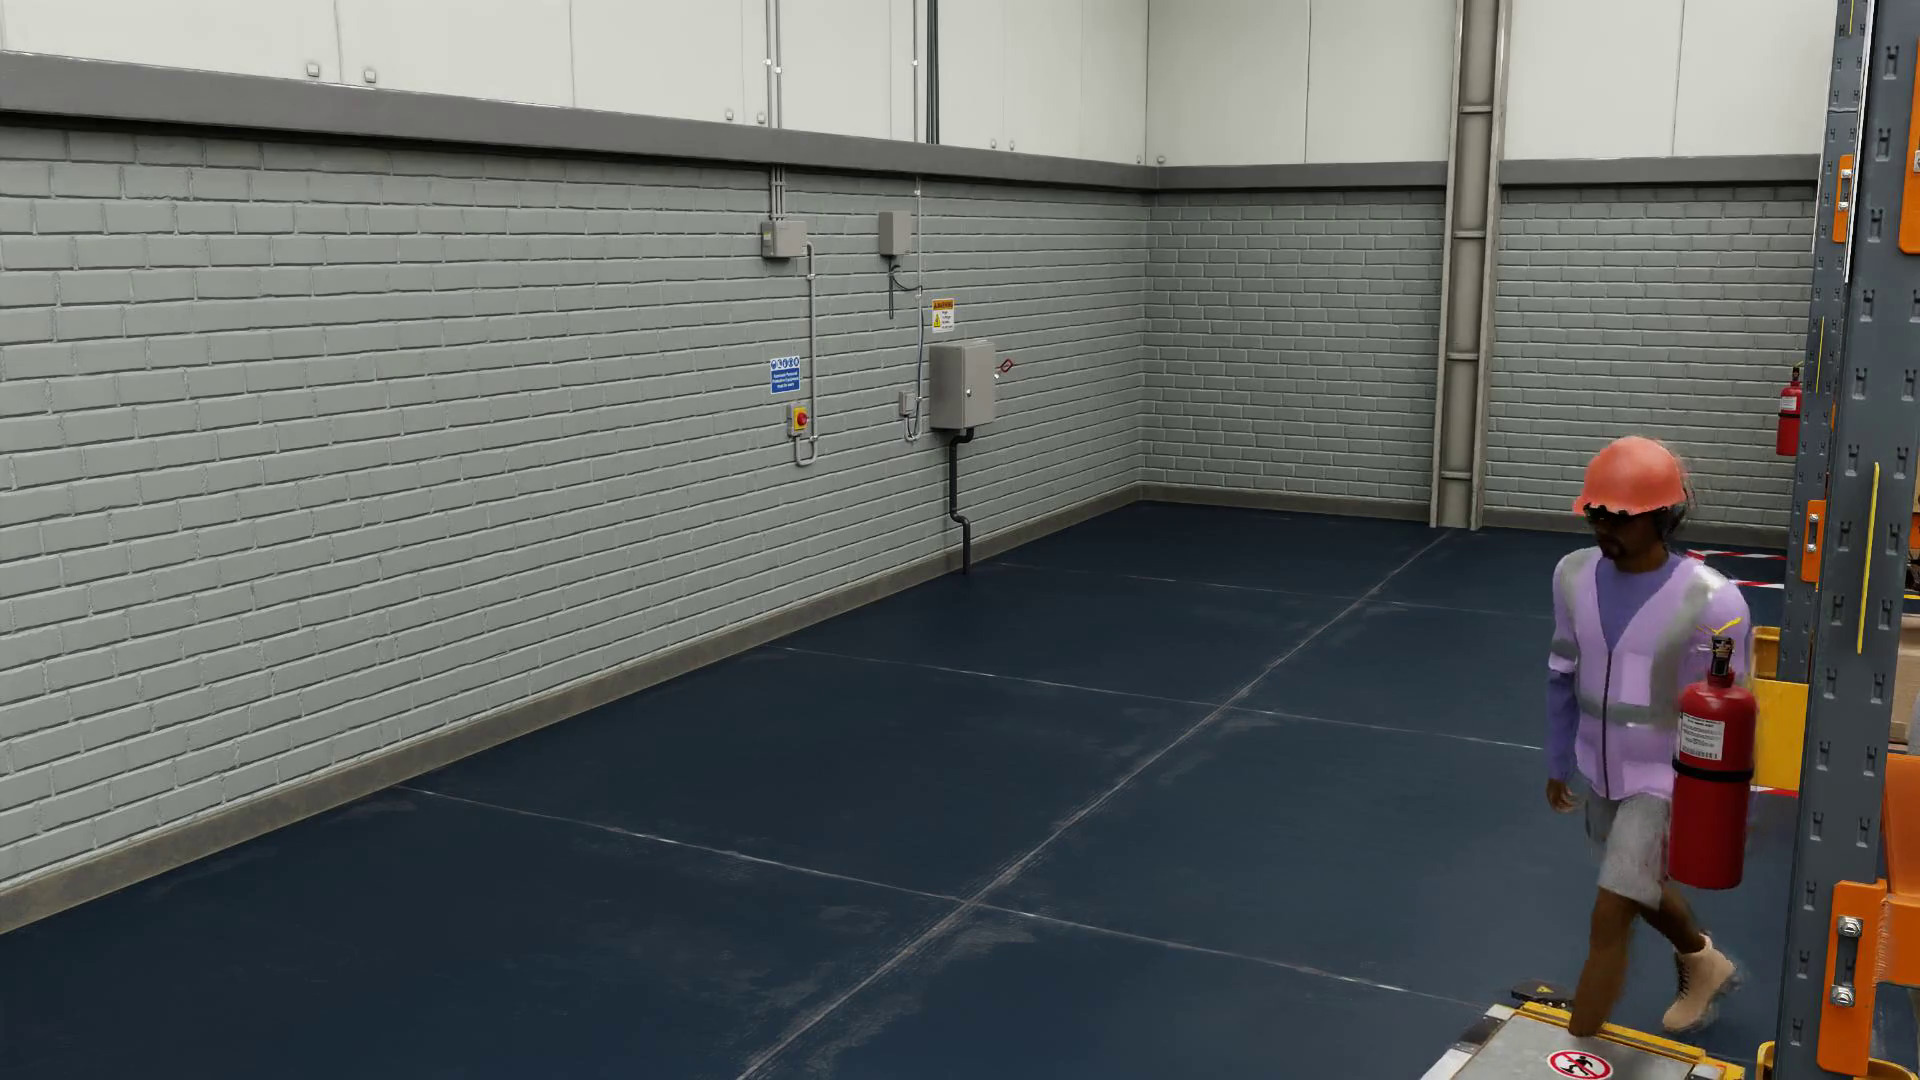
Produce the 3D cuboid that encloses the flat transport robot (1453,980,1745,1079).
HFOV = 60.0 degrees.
[{"bbox_3d":[1.585,1.580,4.457,0.652,0.197,1.431,8,13,37],"label":"flat transport robot"}]

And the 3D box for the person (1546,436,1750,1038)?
[{"bbox_3d":[2.016,0.658,4.860,1.093,1.991,0.621,-6,12,-28],"label":"person"}]

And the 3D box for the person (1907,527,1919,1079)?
[{"bbox_3d":[2.492,0.835,4.193,0.325,1.860,0.515,3,11,18],"label":"person"}]
